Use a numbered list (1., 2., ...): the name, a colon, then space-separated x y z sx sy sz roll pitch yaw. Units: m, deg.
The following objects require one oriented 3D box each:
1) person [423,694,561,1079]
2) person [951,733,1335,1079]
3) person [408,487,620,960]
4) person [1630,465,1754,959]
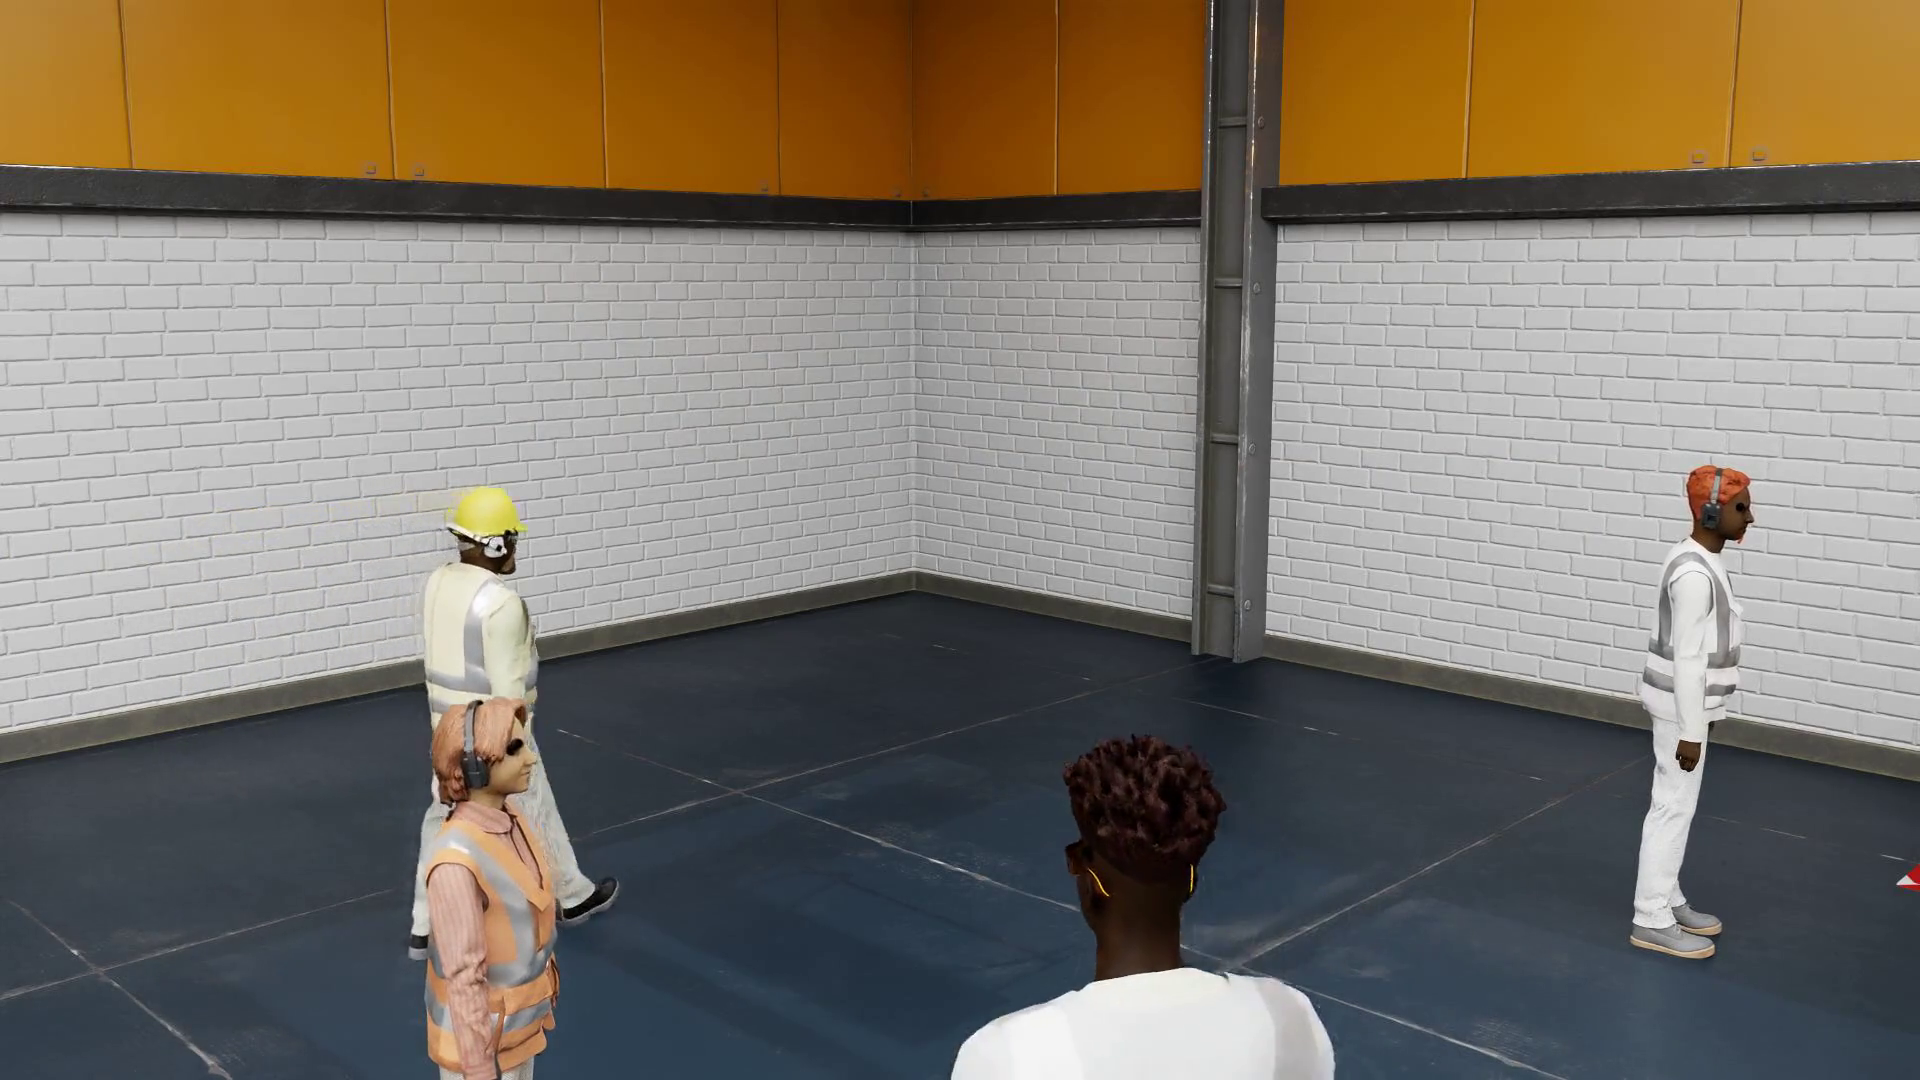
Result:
1. person: -1.083 1.167 3.869 0.308 1.645 0.514 -1 9 -4
2. person: 0.266 1.251 2.404 0.627 1.951 0.484 -4 10 -23
3. person: -1.779 0.680 6.416 0.594 1.789 0.865 7 12 37
4. person: 2.788 0.648 6.359 0.350 1.878 0.567 4 10 24
